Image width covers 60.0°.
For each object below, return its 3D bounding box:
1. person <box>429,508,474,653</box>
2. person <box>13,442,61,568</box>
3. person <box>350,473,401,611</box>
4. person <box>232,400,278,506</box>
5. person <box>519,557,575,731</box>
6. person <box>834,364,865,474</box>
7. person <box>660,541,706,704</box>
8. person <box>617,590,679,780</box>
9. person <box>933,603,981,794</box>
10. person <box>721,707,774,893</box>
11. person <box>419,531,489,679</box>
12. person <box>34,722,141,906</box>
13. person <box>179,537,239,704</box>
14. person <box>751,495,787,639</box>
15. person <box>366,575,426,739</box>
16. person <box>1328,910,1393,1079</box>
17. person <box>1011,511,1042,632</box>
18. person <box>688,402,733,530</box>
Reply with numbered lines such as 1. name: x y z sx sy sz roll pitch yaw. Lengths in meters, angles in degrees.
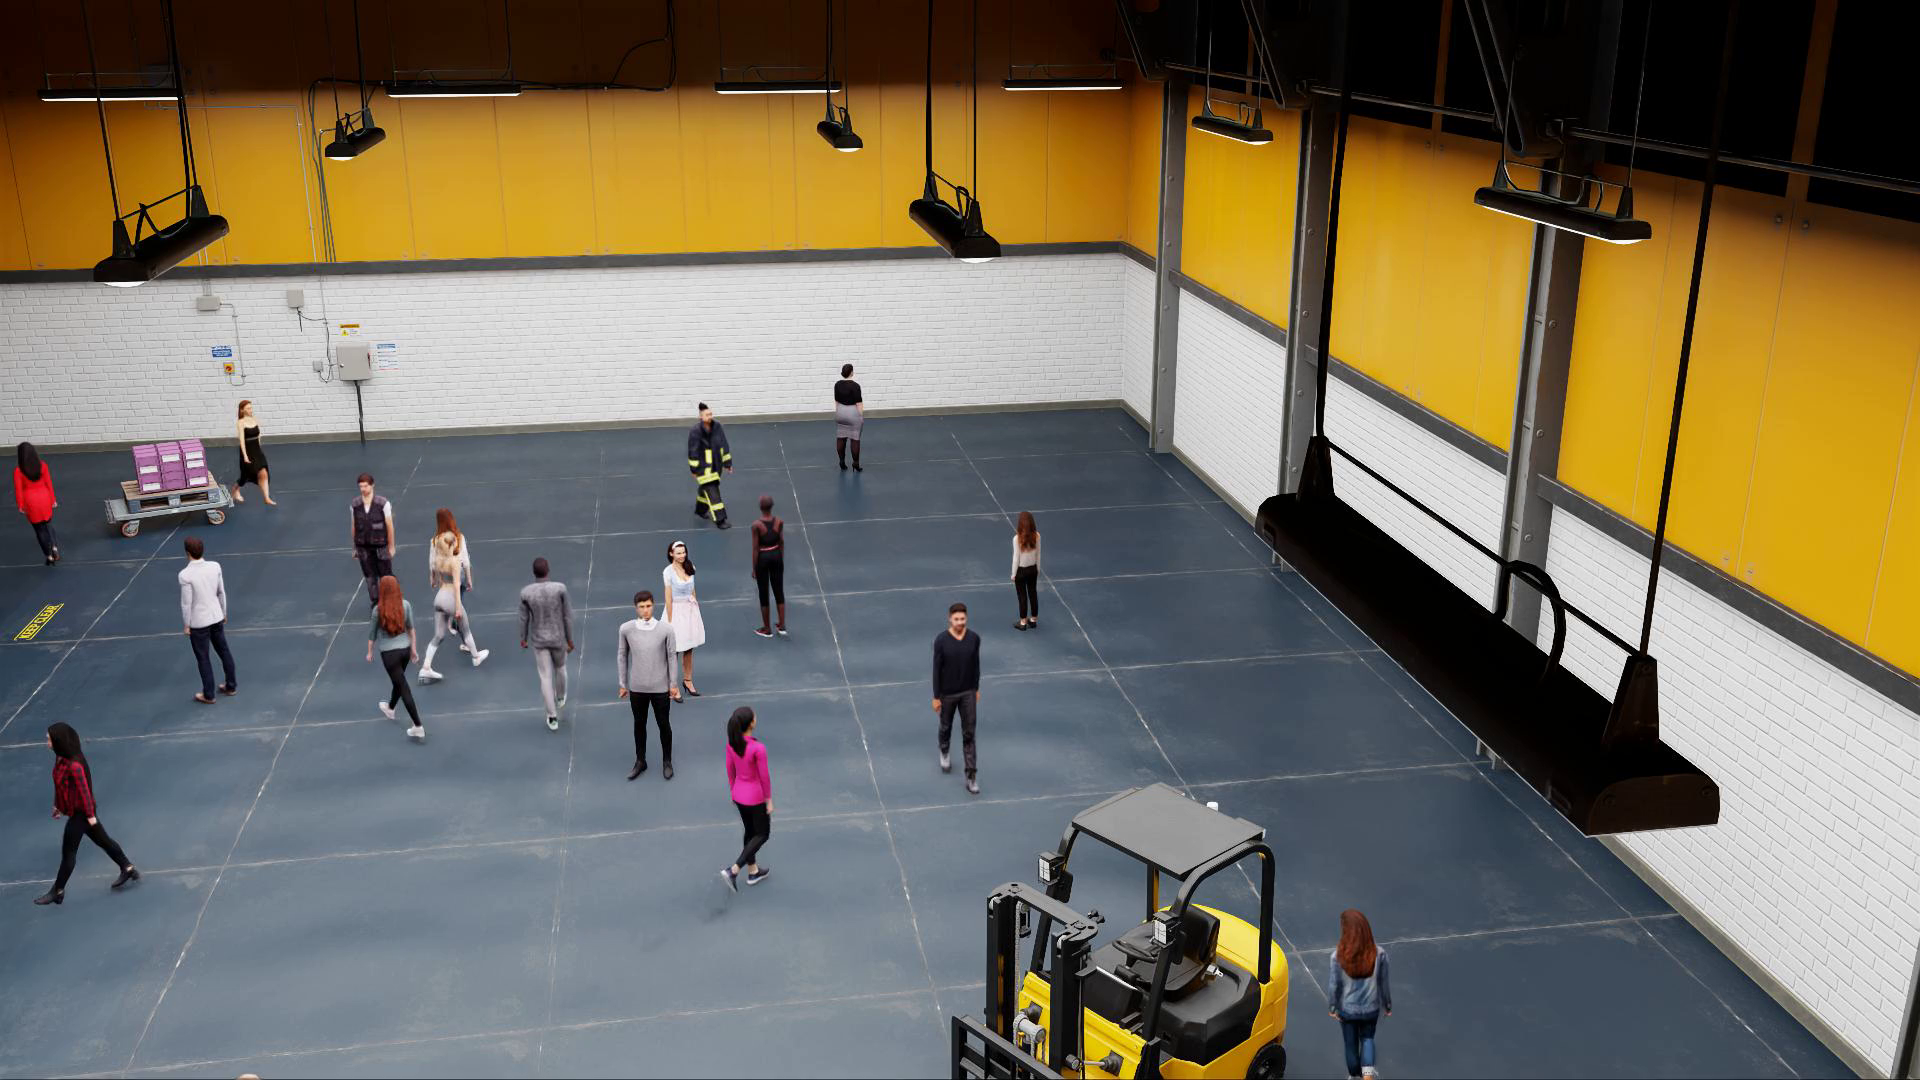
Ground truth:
1. person: -5.902 0.504 19.442 0.942 1.683 1.189 -14 23 -36
2. person: -12.256 -0.448 22.183 0.819 1.737 0.762 14 23 37
3. person: -7.222 0.056 20.536 0.711 1.834 0.883 -1 19 -2
4. person: -10.685 -1.291 24.906 1.017 1.599 1.011 10 21 28
5. person: -4.313 1.111 17.455 0.786 1.802 1.109 -6 19 -16
6. person: -1.784 -1.963 26.647 0.775 1.760 0.818 10 21 28
7. person: -3.047 0.871 18.142 0.909 1.818 0.856 16 25 40
8. person: -3.056 1.406 16.387 0.795 1.924 0.705 1 19 2
9. person: -0.062 1.486 16.314 0.649 1.819 1.173 -3 19 -9
10. person: -1.854 2.254 14.243 0.910 1.684 0.973 12 22 32
11. person: -5.819 0.773 18.679 1.104 1.660 1.180 14 23 36
12. person: -7.420 2.303 14.210 1.009 1.613 1.080 -15 24 -38
13. person: -8.216 0.859 18.131 0.812 1.846 0.726 10 21 27
14. person: -2.289 0.297 19.937 0.660 1.759 0.658 -11 22 -30
15. person: -5.798 1.251 17.217 1.228 1.688 1.058 17 25 41
16. person: 2.766 3.282 11.540 0.666 1.462 0.678 2 19 7
17. person: 0.806 0.369 20.156 0.594 1.484 0.565 -10 21 -26
18. person: -3.662 -1.083 23.955 1.294 1.810 1.186 15 24 38
